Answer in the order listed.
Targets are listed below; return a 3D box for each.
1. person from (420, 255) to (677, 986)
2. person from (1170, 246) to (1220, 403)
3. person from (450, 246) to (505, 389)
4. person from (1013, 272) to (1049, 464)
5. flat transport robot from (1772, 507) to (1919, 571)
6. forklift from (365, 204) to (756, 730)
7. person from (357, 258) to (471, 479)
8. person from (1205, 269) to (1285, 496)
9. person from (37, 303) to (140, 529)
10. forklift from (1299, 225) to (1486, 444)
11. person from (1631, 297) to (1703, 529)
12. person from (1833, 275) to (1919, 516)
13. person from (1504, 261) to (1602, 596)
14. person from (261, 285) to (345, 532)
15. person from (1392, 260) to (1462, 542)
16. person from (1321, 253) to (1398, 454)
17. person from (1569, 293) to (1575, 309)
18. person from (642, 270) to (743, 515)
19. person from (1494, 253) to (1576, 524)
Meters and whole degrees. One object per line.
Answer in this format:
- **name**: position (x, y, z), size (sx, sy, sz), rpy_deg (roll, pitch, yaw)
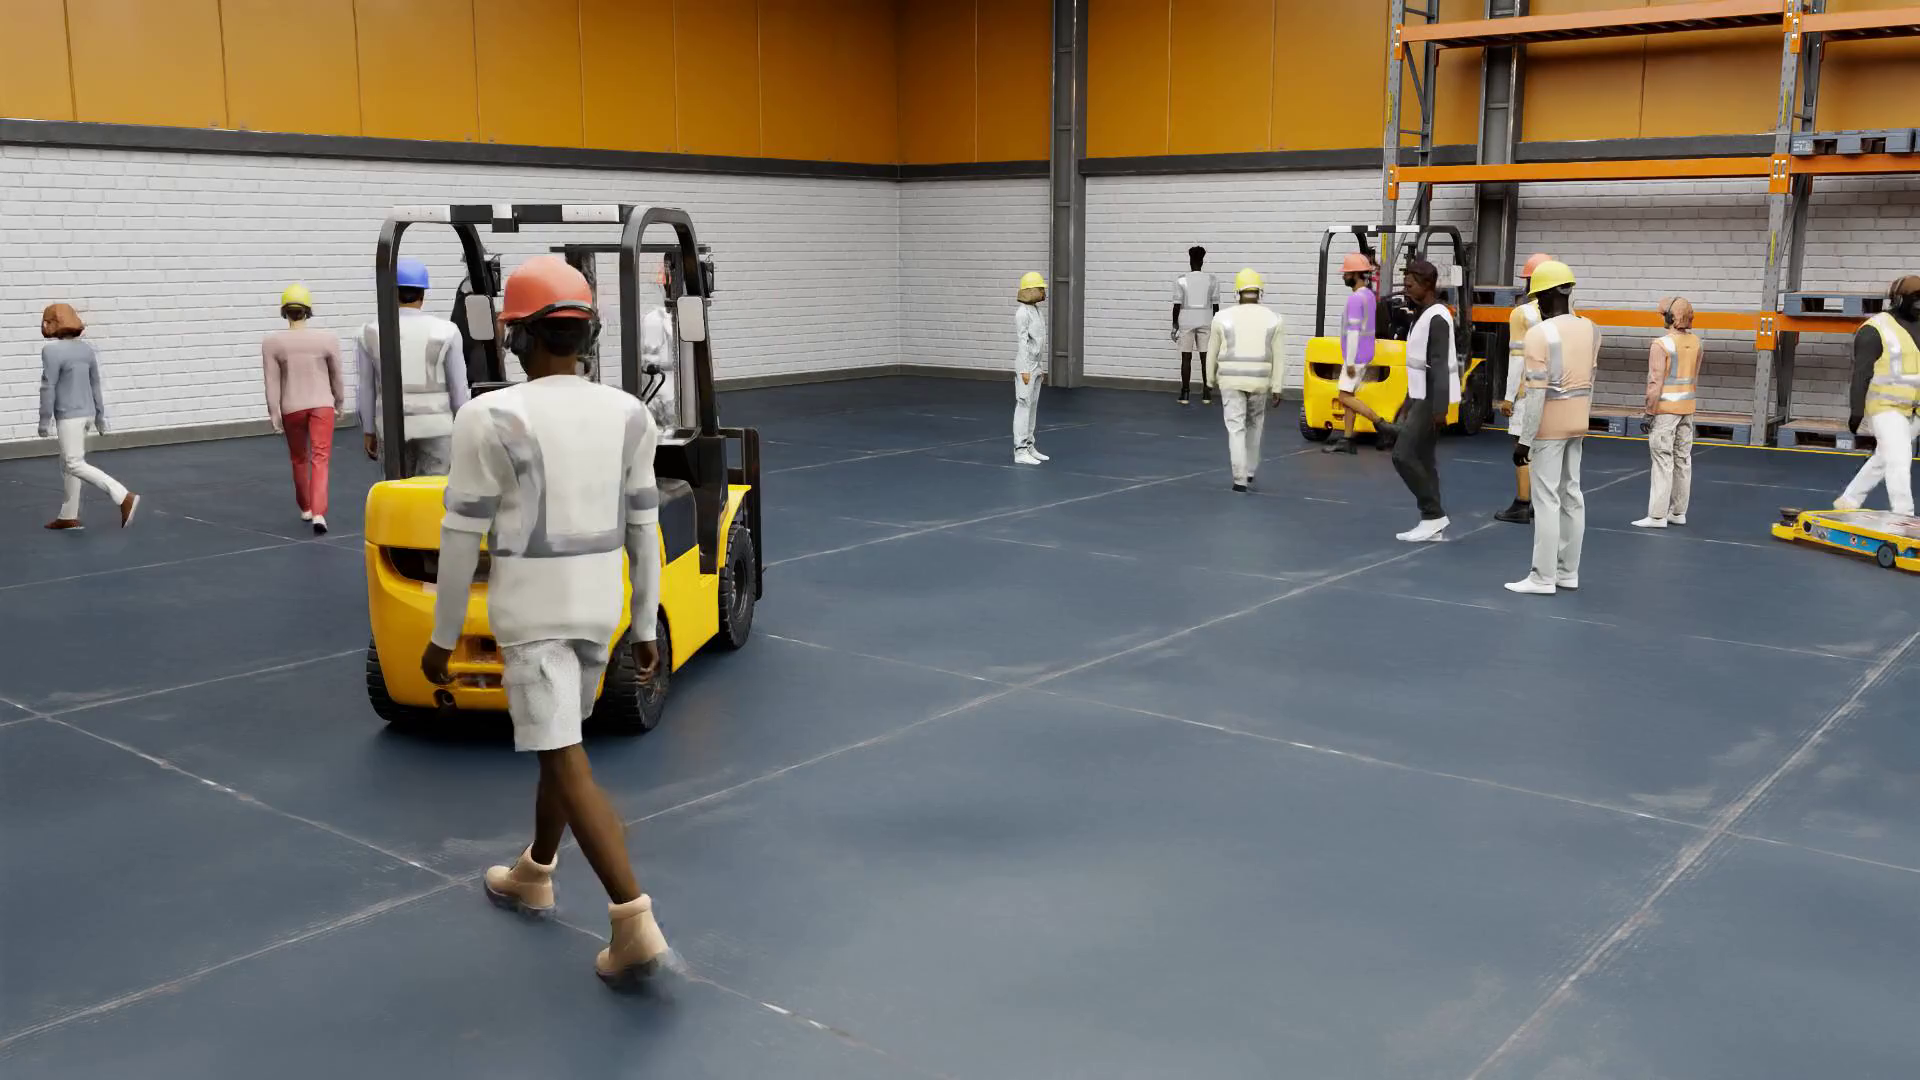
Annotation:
- **person**: position (-1.107, 0.213, 4.663), size (1.032, 2.003, 0.624), rpy_deg (9, 13, 40)
- **person**: position (2.940, -2.683, 20.787), size (0.613, 1.957, 0.362), rpy_deg (-1, 10, -3)
- **person**: position (-4.967, -2.118, 17.433), size (0.690, 2.000, 0.767), rpy_deg (10, 14, 43)
- **person**: position (0.660, -1.573, 15.235), size (0.290, 1.746, 0.487), rpy_deg (3, 11, 18)
- **flat transport robot**: position (5.998, -0.017, 10.699), size (0.652, 0.197, 1.431), rpy_deg (-2, 10, -12)
- **forklift**: position (-1.766, -0.406, 7.525), size (1.214, 2.155, 2.313), rpy_deg (1, 10, 7)
- **person**: position (-3.143, -0.654, 9.619), size (0.624, 1.931, 0.469), rpy_deg (0, 10, -1)
- **person**: position (2.280, -1.282, 13.471), size (0.603, 1.808, 0.735), rpy_deg (0, 10, -2)
- **person**: position (-6.117, -0.847, 11.609), size (0.719, 1.604, 0.512), rpy_deg (1, 10, 3)
- **forklift**: position (4.449, -2.115, 16.993), size (1.214, 2.155, 2.313), rpy_deg (8, 13, 38)
- **person**: position (5.019, -0.892, 11.751), size (0.513, 1.641, 0.307), rpy_deg (-7, 12, -32)
- **person**: position (6.420, -0.921, 11.464), size (0.630, 1.806, 0.942), rpy_deg (-3, 11, -16)
- **person**: position (3.395, -0.634, 9.556), size (0.585, 1.917, 0.390), rpy_deg (-7, 12, -33)
- **person**: position (-4.621, -0.929, 11.748), size (0.518, 1.723, 0.925), rpy_deg (-3, 11, -17)
- **person**: position (3.120, -0.919, 11.180), size (0.463, 1.896, 0.614), rpy_deg (1, 10, 6)
- **person**: position (3.786, -1.736, 15.657), size (0.658, 1.919, 0.547), rpy_deg (6, 12, 28)
- **person**: position (5.858, -1.861, 16.572), size (0.505, 1.840, 0.346), rpy_deg (-5, 11, -26)
- **person**: position (-2.001, -1.069, 12.062), size (1.010, 1.879, 0.569), rpy_deg (5, 11, 26)
- **person**: position (4.131, -1.082, 11.981), size (0.545, 1.938, 0.359), rpy_deg (-5, 11, -24)
